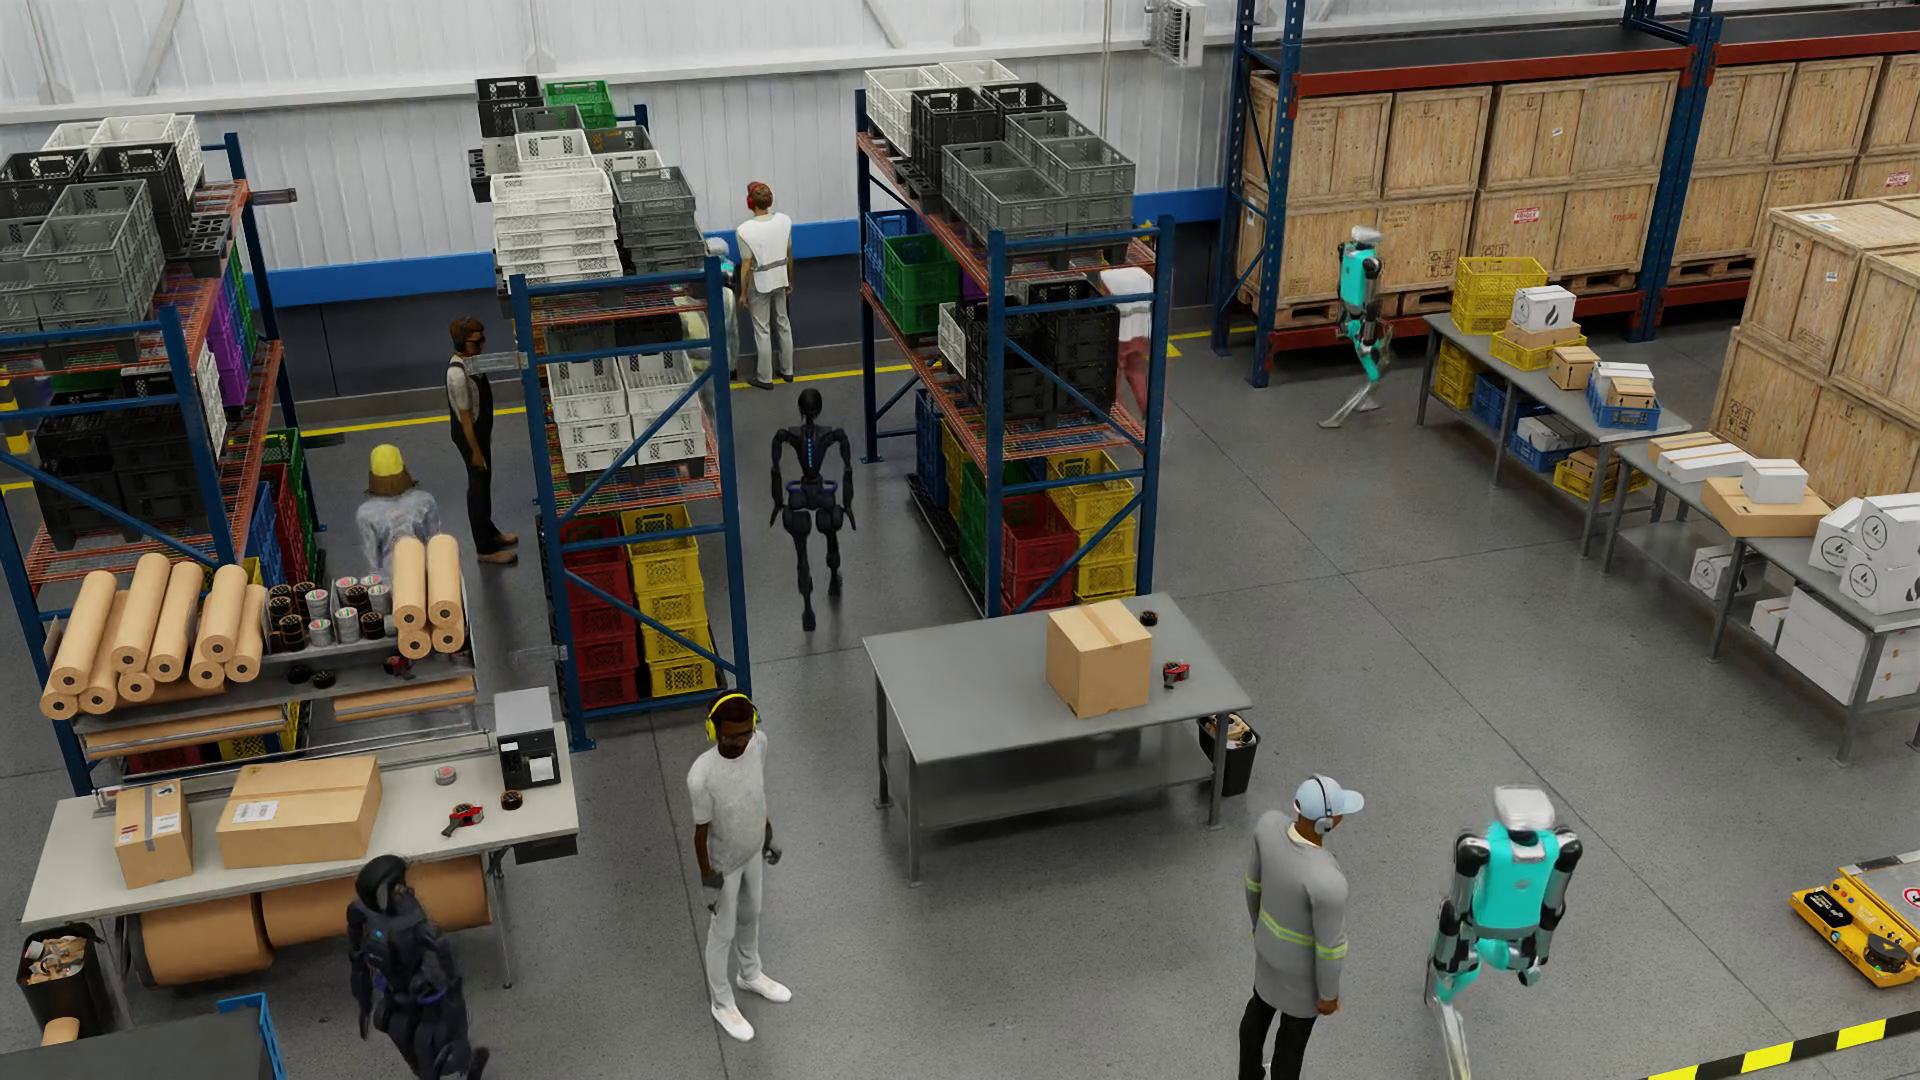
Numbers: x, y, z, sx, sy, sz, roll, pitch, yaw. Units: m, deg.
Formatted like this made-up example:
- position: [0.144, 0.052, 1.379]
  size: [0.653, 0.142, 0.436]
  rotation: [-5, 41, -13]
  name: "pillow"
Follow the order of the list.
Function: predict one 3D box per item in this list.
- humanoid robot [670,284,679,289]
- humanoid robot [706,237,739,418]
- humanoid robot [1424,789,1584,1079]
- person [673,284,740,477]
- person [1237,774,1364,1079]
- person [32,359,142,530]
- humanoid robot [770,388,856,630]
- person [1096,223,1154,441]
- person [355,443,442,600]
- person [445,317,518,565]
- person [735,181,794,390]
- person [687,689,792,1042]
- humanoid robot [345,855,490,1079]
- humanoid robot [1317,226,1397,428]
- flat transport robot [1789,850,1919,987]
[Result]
- position: [-2.530, -1.486, 13.390]
  size: [0.648, 1.843, 0.540]
  rotation: [7, 29, 12]
  name: "humanoid robot"
- position: [-2.185, -1.521, 13.418]
  size: [0.854, 1.770, 0.555]
  rotation: [-16, 32, -26]
  name: "humanoid robot"
- position: [2.323, 1.687, 7.603]
  size: [0.538, 1.772, 0.967]
  rotation: [-2, 29, -4]
  name: "humanoid robot"
- position: [-2.014, -1.347, 13.016]
  size: [0.642, 1.817, 0.453]
  rotation: [-15, 32, -25]
  name: "person"
- position: [1.484, 1.786, 7.268]
  size: [0.398, 1.850, 0.595]
  rotation: [-13, 31, -22]
  name: "person"
- position: [-6.366, -1.014, 12.209]
  size: [0.638, 2.003, 0.624]
  rotation: [-8, 30, -15]
  name: "person"
- position: [-0.994, -0.255, 11.180]
  size: [0.583, 1.635, 0.682]
  rotation: [-1, 29, -2]
  name: "humanoid robot"
- position: [1.383, -1.647, 13.476]
  size: [0.632, 1.891, 0.565]
  rotation: [-14, 32, -24]
  name: "person"
- position: [-3.390, 0.228, 10.238]
  size: [0.486, 1.725, 0.565]
  rotation: [-14, 32, -23]
  name: "person"
- position: [-3.422, -0.709, 11.822]
  size: [0.344, 1.839, 0.504]
  rotation: [-5, 29, -8]
  name: "person"
- position: [-1.682, -2.210, 14.544]
  size: [0.569, 1.843, 0.373]
  rotation: [-25, 37, -37]
  name: "person"
- position: [-1.028, 1.491, 7.792]
  size: [0.333, 1.866, 0.511]
  rotation: [18, 33, 29]
  name: "person"
- position: [-2.292, 1.977, 7.137]
  size: [0.610, 1.630, 0.726]
  rotation: [11, 31, 19]
  name: "humanoid robot"
- position: [3.412, -1.762, 13.842]
  size: [0.908, 1.769, 0.541]
  rotation: [-9, 30, -16]
  name: "humanoid robot"
- position: [5.163, 1.916, 8.676]
  size: [1.431, 0.231, 0.659]
  rotation: [-8, 30, -14]
  name: "flat transport robot"
